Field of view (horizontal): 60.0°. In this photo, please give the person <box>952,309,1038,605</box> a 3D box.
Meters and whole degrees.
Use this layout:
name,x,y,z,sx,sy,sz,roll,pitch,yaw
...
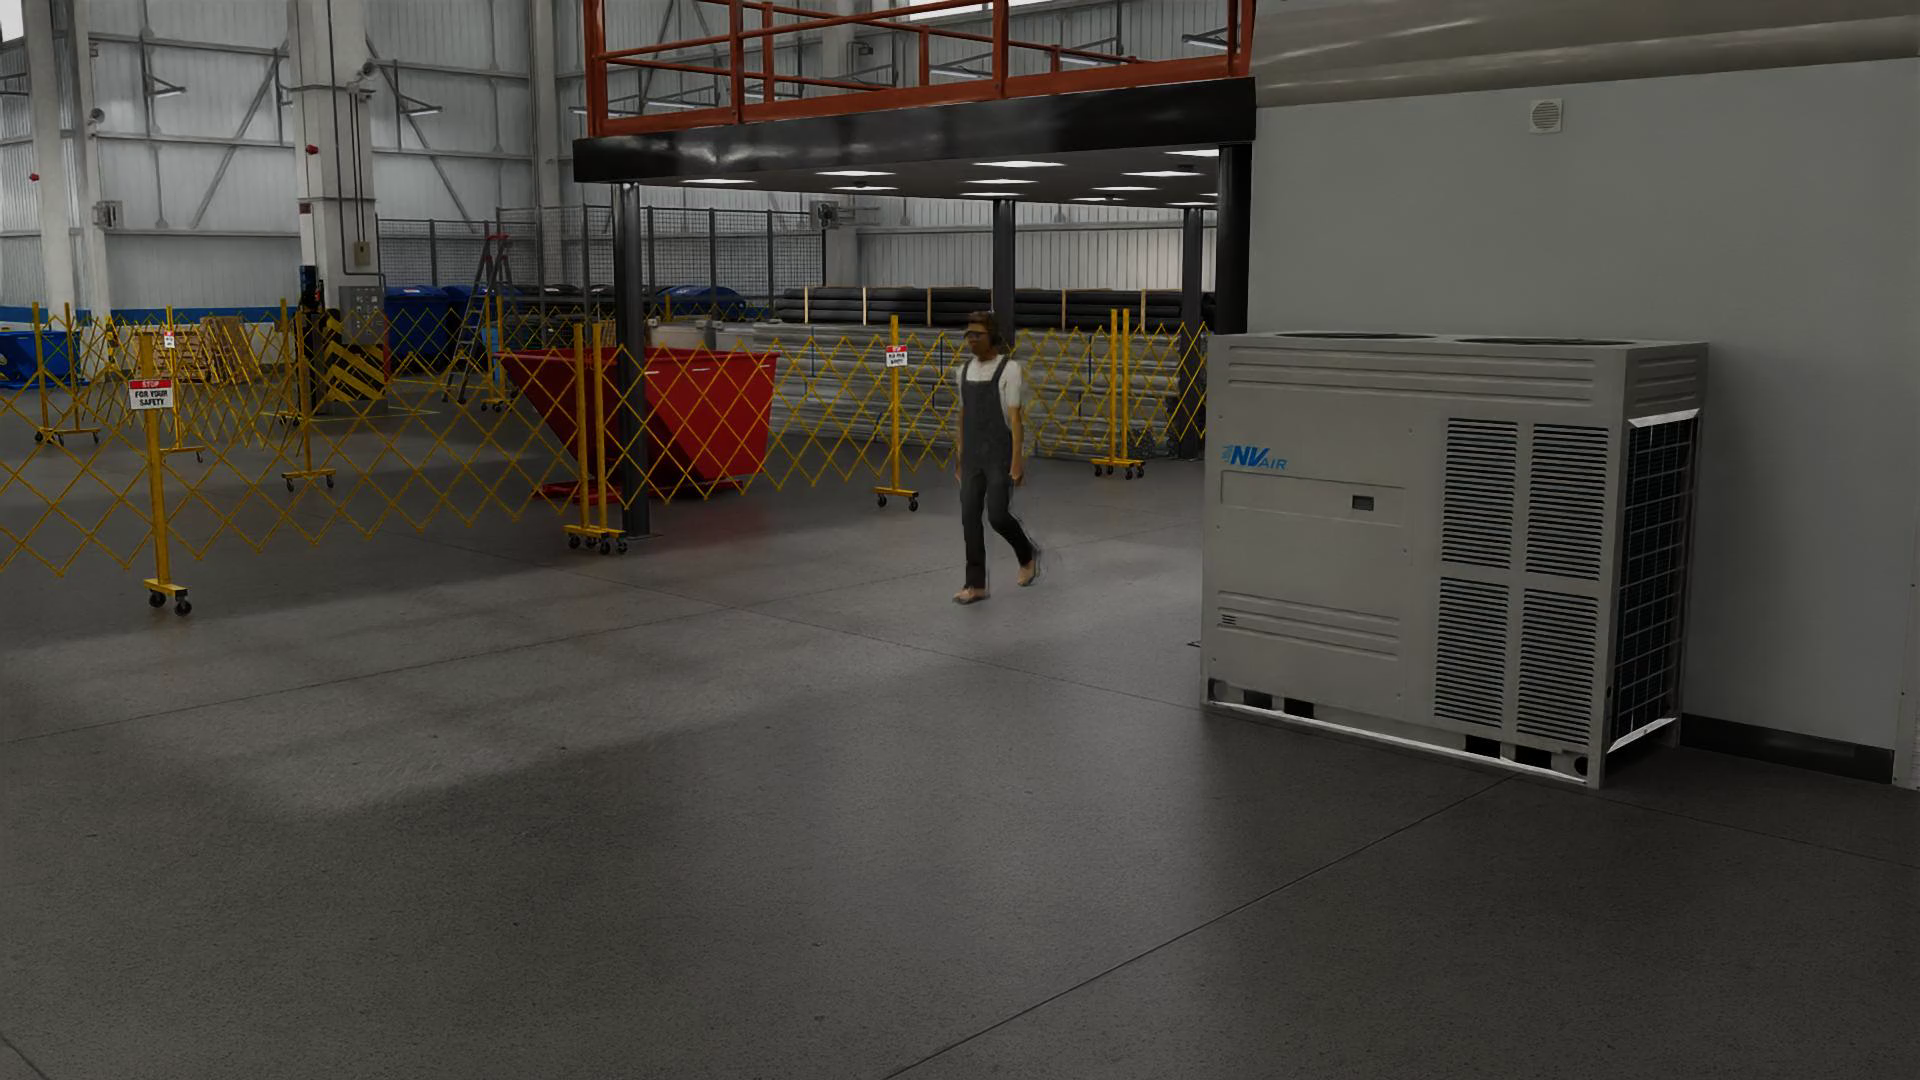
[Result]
name,x,y,z,sx,sy,sz,roll,pitch,yaw
person,0.208,-0.523,10.379,0.525,1.826,0.639,7,12,38
